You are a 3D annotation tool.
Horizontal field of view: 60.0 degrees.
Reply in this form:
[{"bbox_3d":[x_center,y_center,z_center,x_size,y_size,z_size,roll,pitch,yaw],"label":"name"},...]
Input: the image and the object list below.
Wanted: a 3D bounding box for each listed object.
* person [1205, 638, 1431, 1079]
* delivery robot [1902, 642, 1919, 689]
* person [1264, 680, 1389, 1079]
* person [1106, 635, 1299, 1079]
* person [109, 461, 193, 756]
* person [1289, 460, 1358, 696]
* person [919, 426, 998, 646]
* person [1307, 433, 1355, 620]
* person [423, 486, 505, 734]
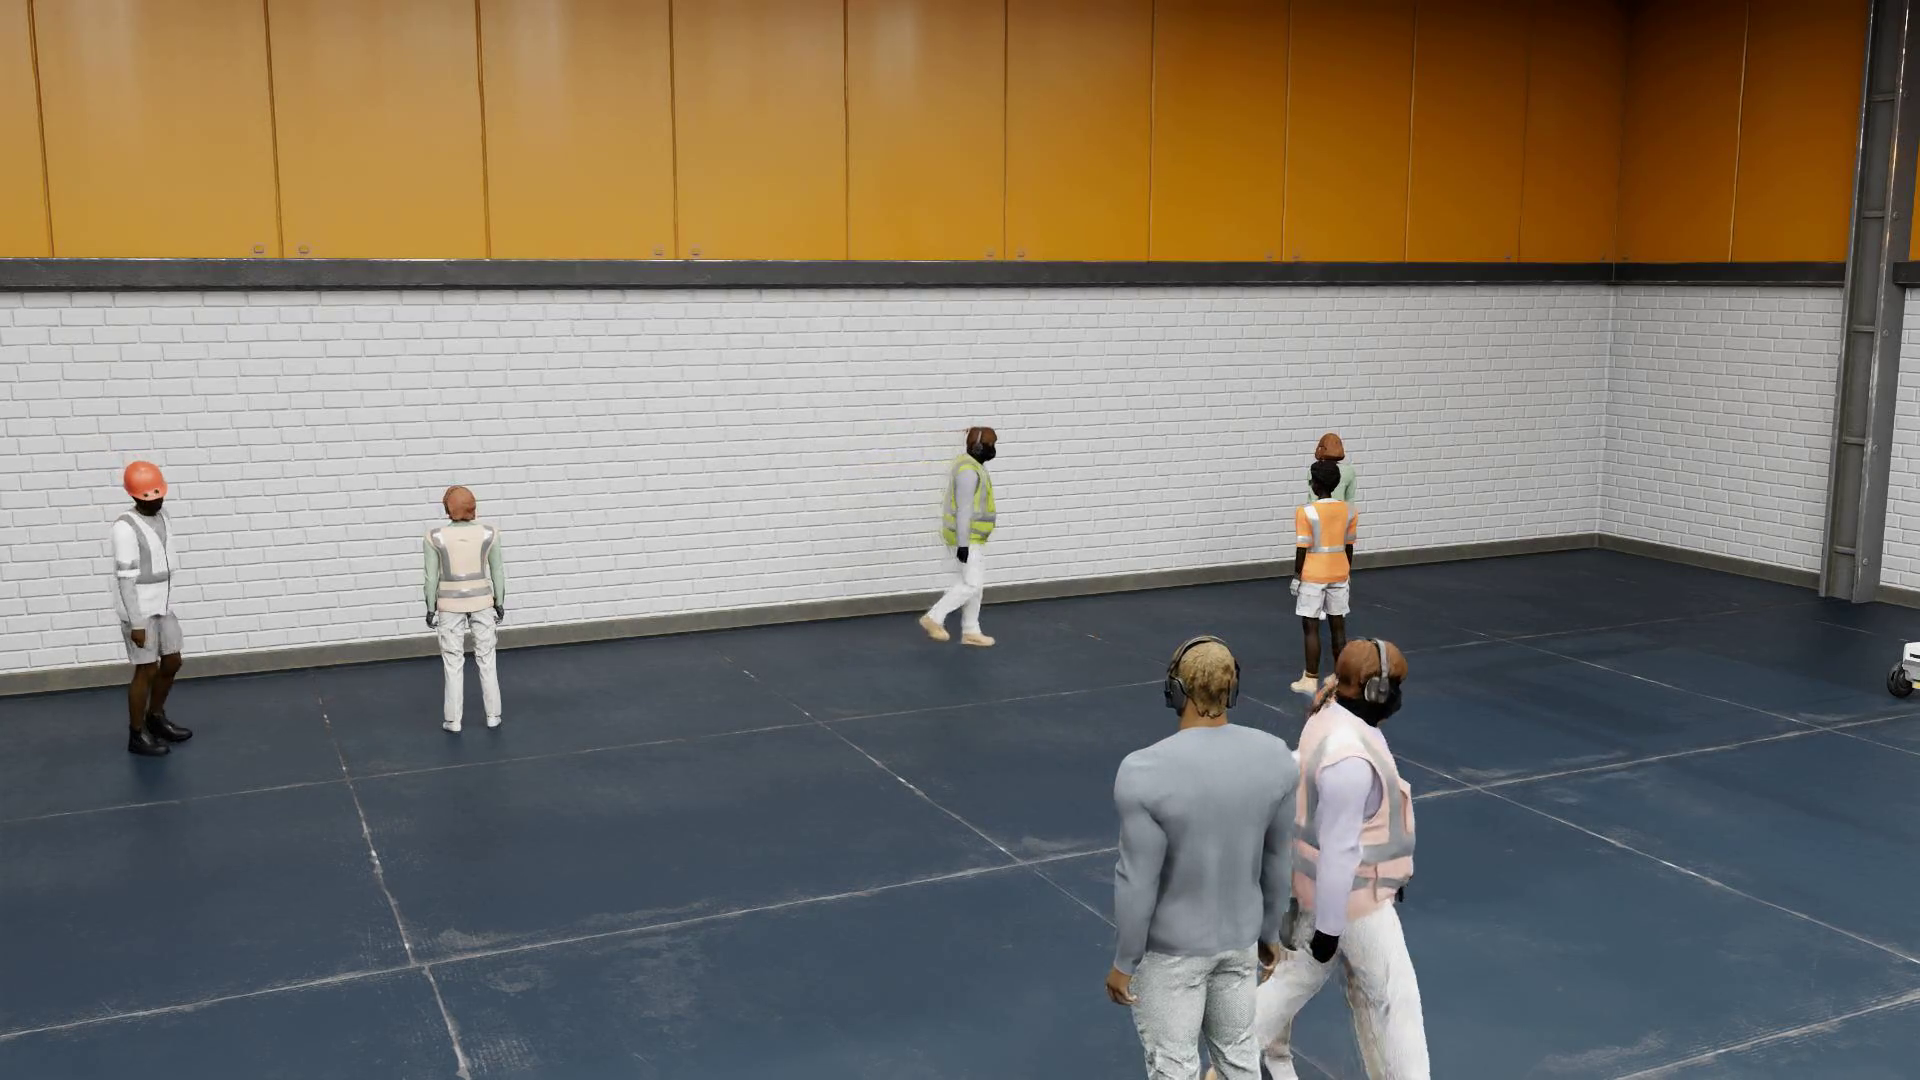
[{"bbox_3d":[1.336,1.216,5.849,0.946,1.791,0.607,1,9,4],"label":"person"},{"bbox_3d":[7.023,0.827,11.747,0.707,0.478,0.477,-4,10,-25],"label":"delivery robot"},{"bbox_3d":[1.328,1.299,5.886,0.530,1.594,0.850,-3,10,-16],"label":"person"},{"bbox_3d":[0.738,1.247,5.147,0.638,1.938,0.357,-4,10,-25],"label":"person"},{"bbox_3d":[-5.052,0.429,10.368,0.505,1.889,0.575,1,9,6],"label":"person"},{"bbox_3d":[2.603,0.270,11.958,0.542,1.696,0.316,-4,10,-25],"label":"person"},{"bbox_3d":[0.023,-0.019,13.387,0.554,1.817,0.661,2,9,11],"label":"person"},{"bbox_3d":[3.227,-0.119,14.566,0.509,1.632,0.269,-4,10,-25],"label":"person"},{"bbox_3d":[-3.261,0.460,10.965,0.525,1.637,0.307,-4,10,-25],"label":"person"}]
